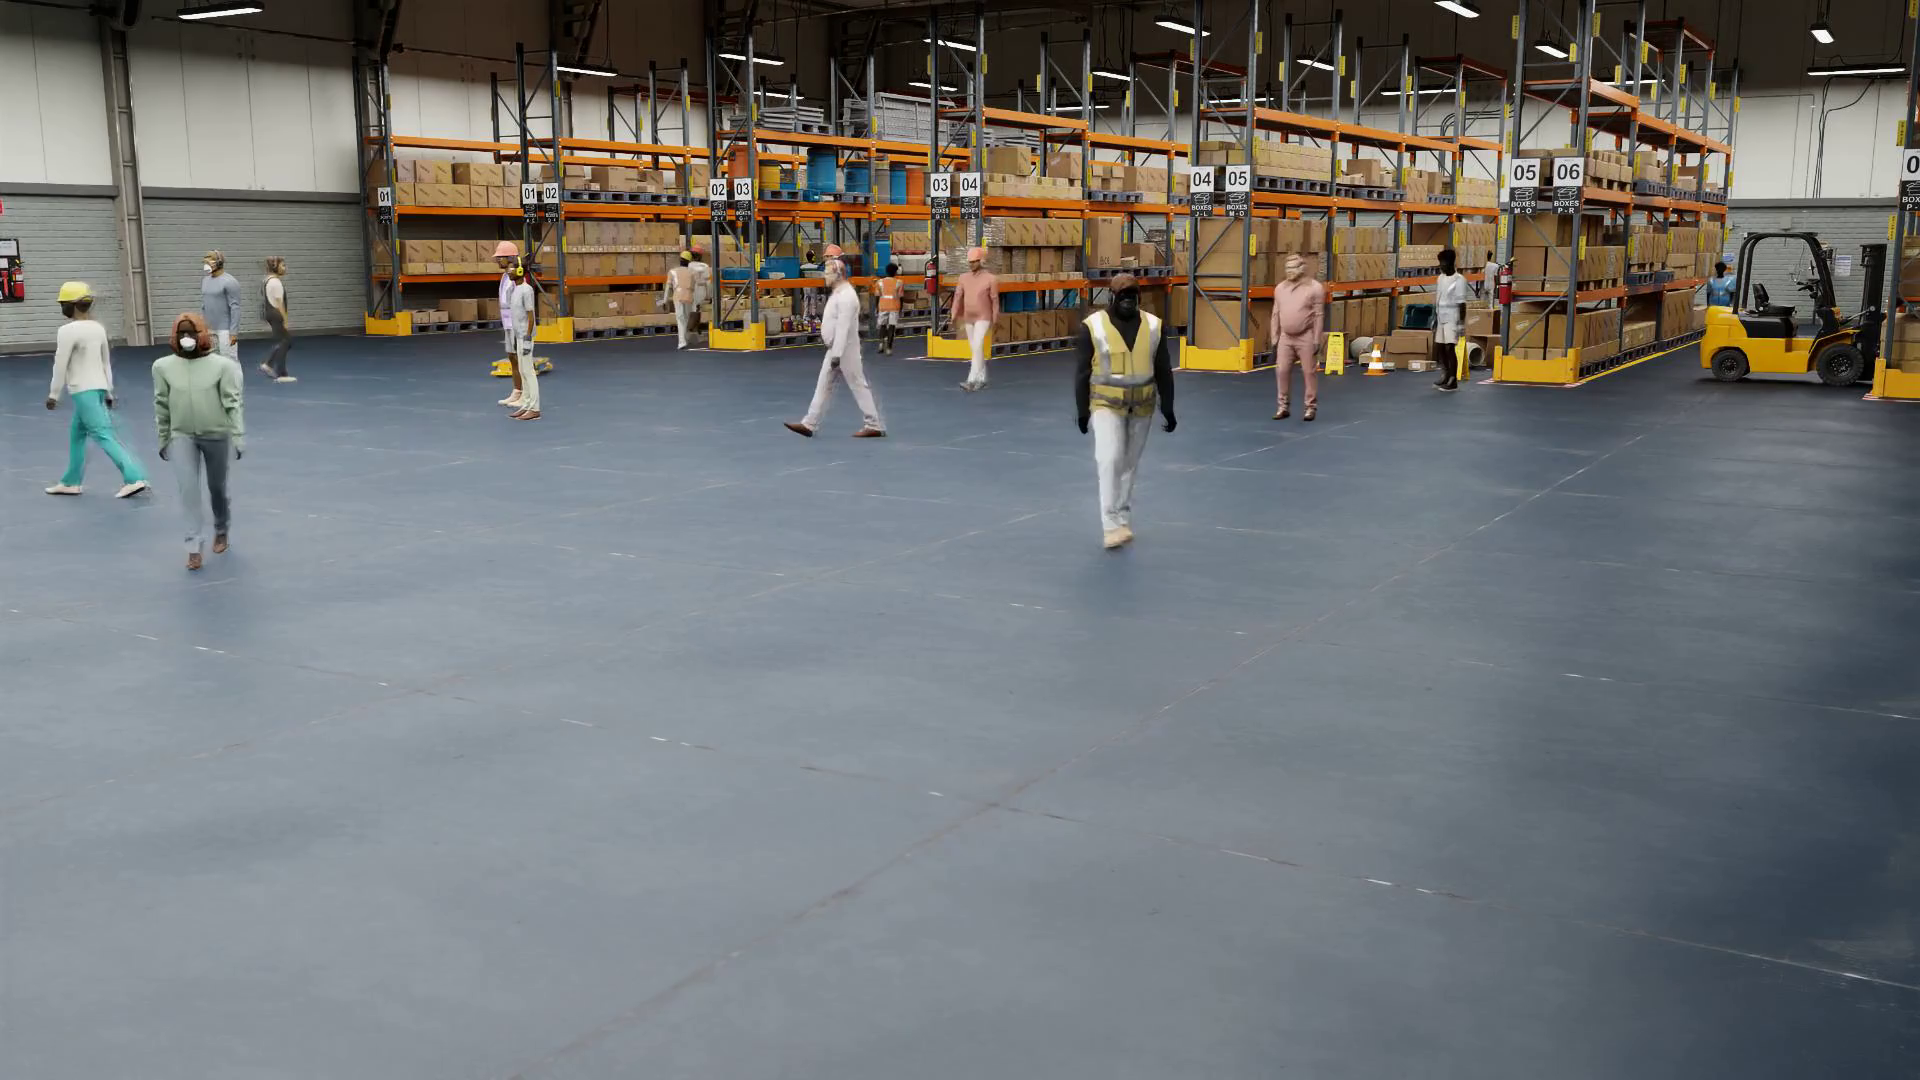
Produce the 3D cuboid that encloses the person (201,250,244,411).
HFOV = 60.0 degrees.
[{"bbox_3d":[-8.958,-2.532,20.159,0.631,1.939,0.370,6,12,30],"label":"person"}]

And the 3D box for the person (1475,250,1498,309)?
[{"bbox_3d":[12.428,-5.896,39.247,0.510,1.855,0.334,2,10,14],"label":"person"}]

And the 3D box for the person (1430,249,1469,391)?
[{"bbox_3d":[6.771,-3.032,22.952,0.579,1.942,0.810,-3,10,-14],"label":"person"}]

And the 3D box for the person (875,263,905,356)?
[{"bbox_3d":[-1.271,-4.172,30.097,0.536,1.672,0.433,1,10,6],"label":"person"}]

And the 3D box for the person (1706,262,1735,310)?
[{"bbox_3d":[15.121,-4.703,33.107,0.531,1.655,0.860,6,12,28],"label":"person"}]

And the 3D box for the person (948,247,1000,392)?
[{"bbox_3d":[0.160,-3.008,22.773,0.615,1.949,0.958,6,12,32],"label":"person"}]

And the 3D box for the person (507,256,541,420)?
[{"bbox_3d":[-5.038,-2.315,19.130,0.329,1.874,0.518,-5,11,-27],"label":"person"}]

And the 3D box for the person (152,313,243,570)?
[{"bbox_3d":[-4.841,-0.651,10.609,0.510,1.596,0.868,-3,11,-17],"label":"person"}]

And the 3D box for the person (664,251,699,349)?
[{"bbox_3d":[-5.342,-4.608,32.002,0.663,1.870,0.963,-3,11,-17],"label":"person"}]

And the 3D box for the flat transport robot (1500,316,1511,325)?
[{"bbox_3d":[13.303,-5.391,40.843,0.652,0.197,1.431,2,10,9],"label":"flat transport robot"}]

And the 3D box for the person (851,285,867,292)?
[{"bbox_3d":[-2.781,-7.175,46.236,0.564,1.910,0.771,7,12,35],"label":"person"}]

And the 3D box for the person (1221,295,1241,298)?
[{"bbox_3d":[6.054,-5.514,37.038,0.591,1.877,0.982,6,12,29],"label":"person"}]

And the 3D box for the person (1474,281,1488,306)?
[{"bbox_3d":[13.208,-6.369,41.827,0.716,1.903,0.563,-9,14,-42],"label":"person"}]

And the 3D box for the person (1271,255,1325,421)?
[{"bbox_3d":[3.853,-2.300,19.020,0.645,1.882,0.443,8,13,39],"label":"person"}]

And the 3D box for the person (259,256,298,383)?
[{"bbox_3d":[-9.889,-3.191,24.140,0.440,1.829,0.514,-6,12,-30],"label":"person"}]

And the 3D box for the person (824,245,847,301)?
[{"bbox_3d":[-2.013,-3.773,26.950,0.382,1.996,0.608,-2,10,-11],"label":"person"}]

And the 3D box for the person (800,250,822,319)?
[{"bbox_3d":[-3.241,-5.352,36.149,0.532,1.868,0.310,5,11,26],"label":"person"}]

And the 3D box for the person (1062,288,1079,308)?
[{"bbox_3d":[2.615,-5.990,39.790,0.380,1.843,0.571,-7,12,-35],"label":"person"}]

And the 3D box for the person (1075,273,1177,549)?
[{"bbox_3d":[1.130,-0.858,11.104,0.645,1.812,0.757,-3,10,-14],"label":"person"}]

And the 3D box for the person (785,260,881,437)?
[{"bbox_3d":[-1.291,-1.972,17.277,1.005,1.842,0.663,-3,10,-15],"label":"person"}]

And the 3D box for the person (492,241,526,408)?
[{"bbox_3d":[-5.521,-2.645,20.494,0.395,2.044,0.609,-6,12,-32],"label":"person"}]

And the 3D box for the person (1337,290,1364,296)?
[{"bbox_3d":[9.210,-5.917,39.186,0.635,1.919,0.609,5,11,28],"label":"person"}]

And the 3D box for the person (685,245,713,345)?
[{"bbox_3d":[-5.318,-4.906,33.330,0.600,2.001,1.050,5,11,24],"label":"person"}]

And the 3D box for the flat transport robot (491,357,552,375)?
[{"bbox_3d":[-6.769,-2.688,25.704,0.652,0.197,1.431,-1,10,-3],"label":"flat transport robot"}]

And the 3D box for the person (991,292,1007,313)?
[{"bbox_3d":[0.784,-5.555,36.938,0.619,1.990,0.395,6,12,29],"label":"person"}]

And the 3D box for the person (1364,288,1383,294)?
[{"bbox_3d":[10.486,-6.471,41.933,0.706,2.000,0.735,-2,10,-13],"label":"person"}]

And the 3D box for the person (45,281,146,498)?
[{"bbox_3d":[-6.922,-1.186,13.220,0.894,1.726,0.528,0,10,2],"label":"person"}]
